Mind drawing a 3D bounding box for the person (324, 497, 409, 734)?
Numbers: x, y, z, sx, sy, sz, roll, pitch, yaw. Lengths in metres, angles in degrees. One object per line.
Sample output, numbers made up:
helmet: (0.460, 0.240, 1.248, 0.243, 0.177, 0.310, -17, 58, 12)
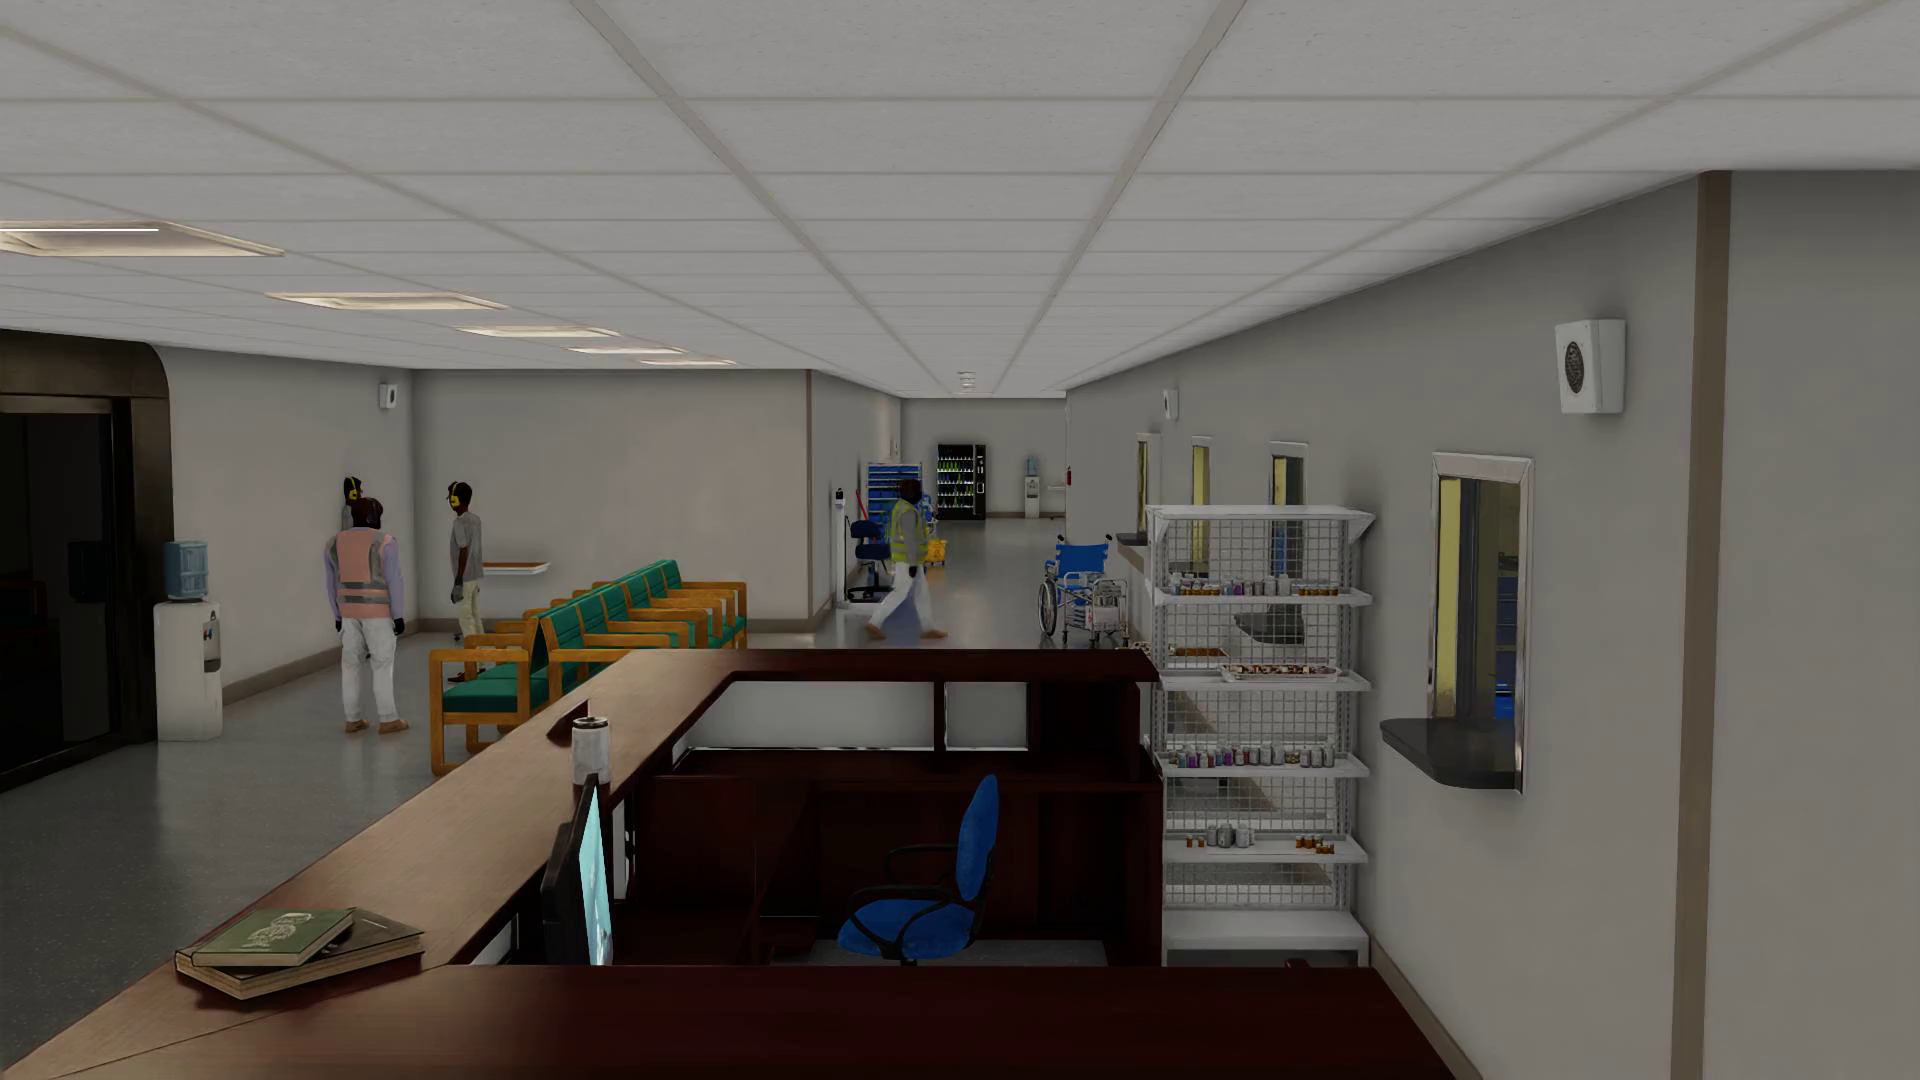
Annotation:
person: (-4.581, 0.585, 12.897, 0.619, 1.838, 0.430, 1, 4, 12)

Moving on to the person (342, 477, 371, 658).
person: (-6.223, 0.291, 16.877, 0.525, 1.862, 0.324, 3, 5, 33)

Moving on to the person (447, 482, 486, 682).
person: (-4.590, 0.390, 15.423, 0.317, 1.865, 0.523, 0, 4, 3)

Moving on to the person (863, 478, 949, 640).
person: (-0.618, 0.213, 18.351, 0.923, 1.811, 0.630, 0, 4, -7)
